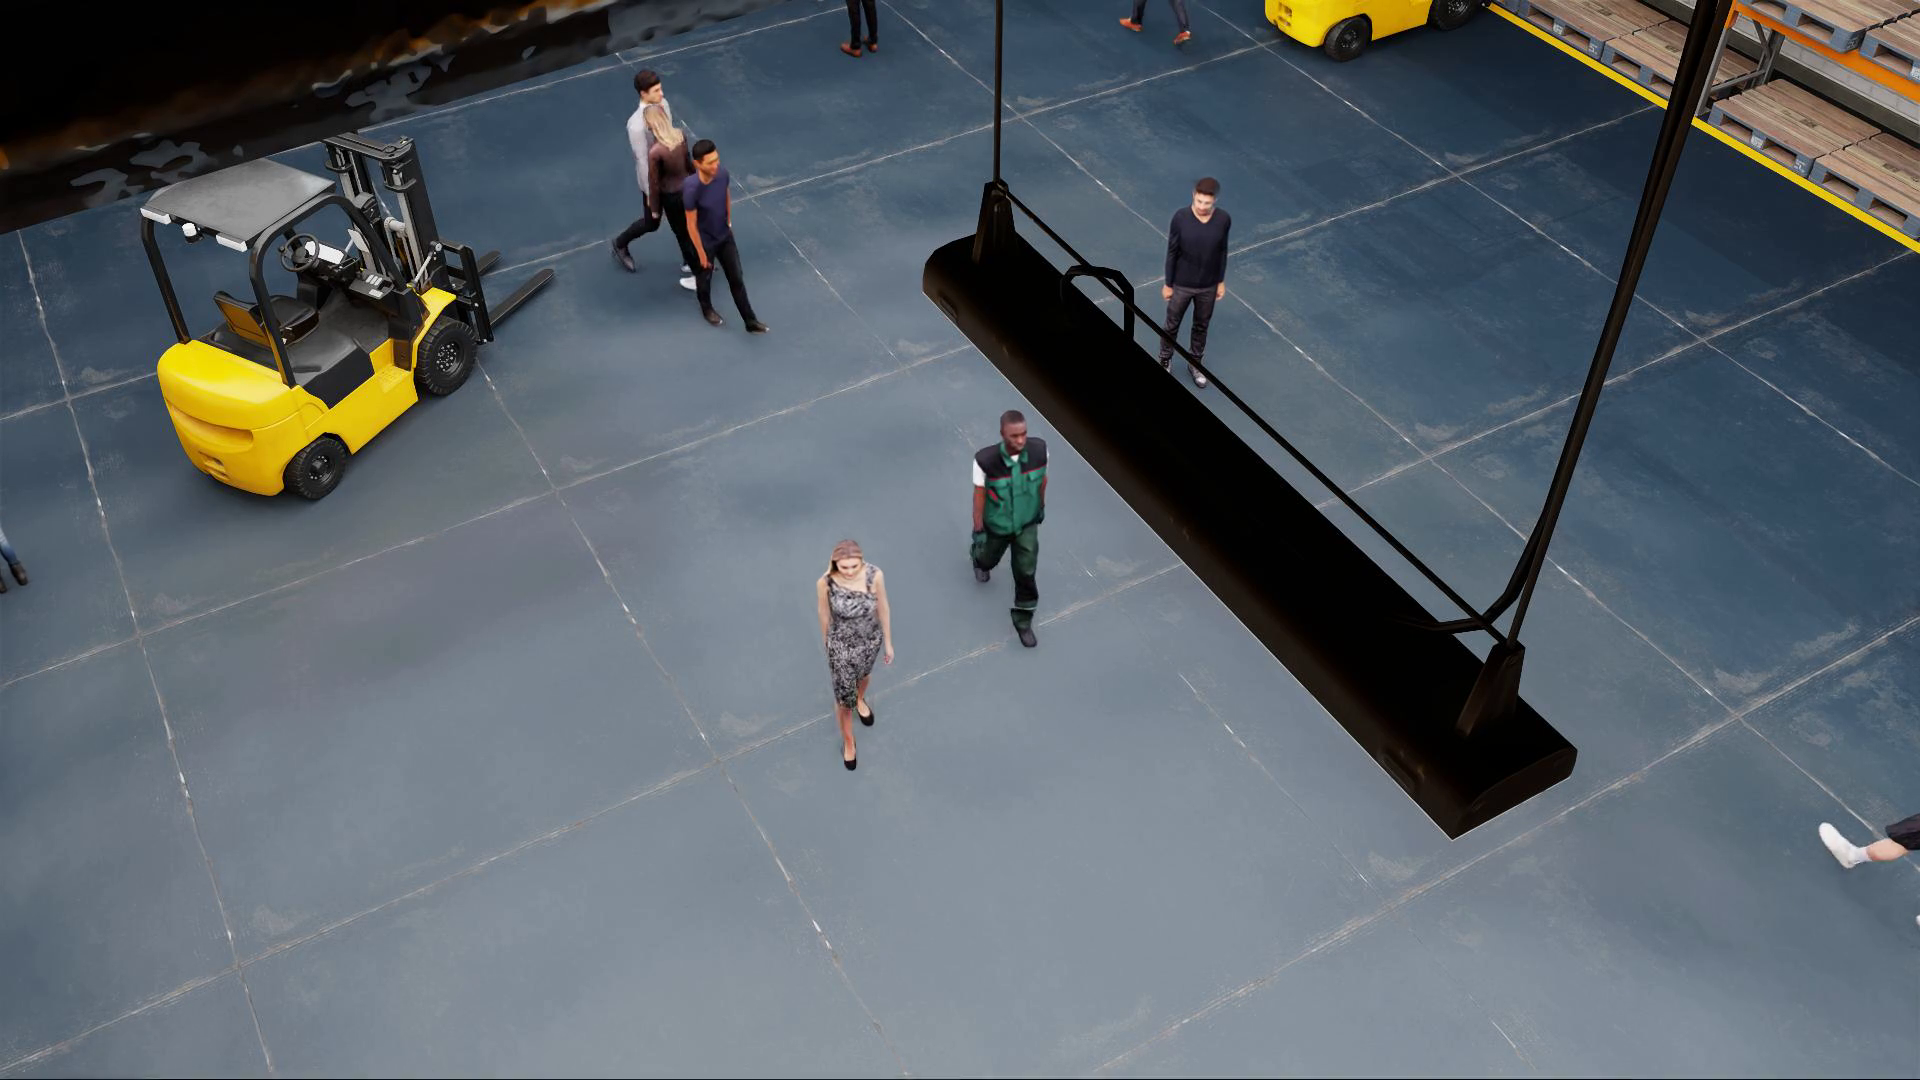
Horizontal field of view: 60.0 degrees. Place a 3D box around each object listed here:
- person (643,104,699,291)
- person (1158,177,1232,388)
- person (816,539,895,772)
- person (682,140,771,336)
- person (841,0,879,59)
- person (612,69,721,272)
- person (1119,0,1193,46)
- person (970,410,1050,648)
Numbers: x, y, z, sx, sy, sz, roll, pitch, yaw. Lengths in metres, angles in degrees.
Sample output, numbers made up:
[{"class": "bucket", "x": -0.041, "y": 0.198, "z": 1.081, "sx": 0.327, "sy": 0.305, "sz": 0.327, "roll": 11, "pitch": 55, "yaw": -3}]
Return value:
[{"class": "person", "x": -2.316, "y": -2.839, "z": 13.901, "sx": 0.837, "sy": 1.674, "sz": 0.794, "roll": 19, "pitch": 47, "yaw": 19}, {"class": "person", "x": 1.816, "y": -2.005, "z": 12.886, "sx": 0.714, "sy": 1.867, "sz": 0.693, "roll": -3, "pitch": 44, "yaw": -3}, {"class": "person", "x": -0.667, "y": 0.551, "z": 10.338, "sx": 0.692, "sy": 1.681, "sz": 0.895, "roll": -12, "pitch": 45, "yaw": -12}, {"class": "person", "x": -2.061, "y": -2.467, "z": 13.448, "sx": 1.051, "sy": 1.761, "sz": 0.831, "roll": 33, "pitch": 53, "yaw": 30}, {"class": "person", "x": -1.045, "y": -5.836, "z": 16.895, "sx": 0.701, "sy": 1.883, "sz": 0.555, "roll": -25, "pitch": 49, "yaw": -24}, {"class": "person", "x": -2.632, "y": -3.078, "z": 13.977, "sx": 1.306, "sy": 1.916, "sz": 1.198, "roll": 15, "pitch": 46, "yaw": 15}, {"class": "person", "x": 2.138, "y": -5.947, "z": 17.073, "sx": 0.856, "sy": 1.799, "sz": 1.245, "roll": -30, "pitch": 51, "yaw": -28}, {"class": "person", "x": 0.291, "y": -0.185, "z": 11.018, "sx": 0.843, "sy": 1.809, "sz": 1.215, "roll": -13, "pitch": 45, "yaw": -13}]
